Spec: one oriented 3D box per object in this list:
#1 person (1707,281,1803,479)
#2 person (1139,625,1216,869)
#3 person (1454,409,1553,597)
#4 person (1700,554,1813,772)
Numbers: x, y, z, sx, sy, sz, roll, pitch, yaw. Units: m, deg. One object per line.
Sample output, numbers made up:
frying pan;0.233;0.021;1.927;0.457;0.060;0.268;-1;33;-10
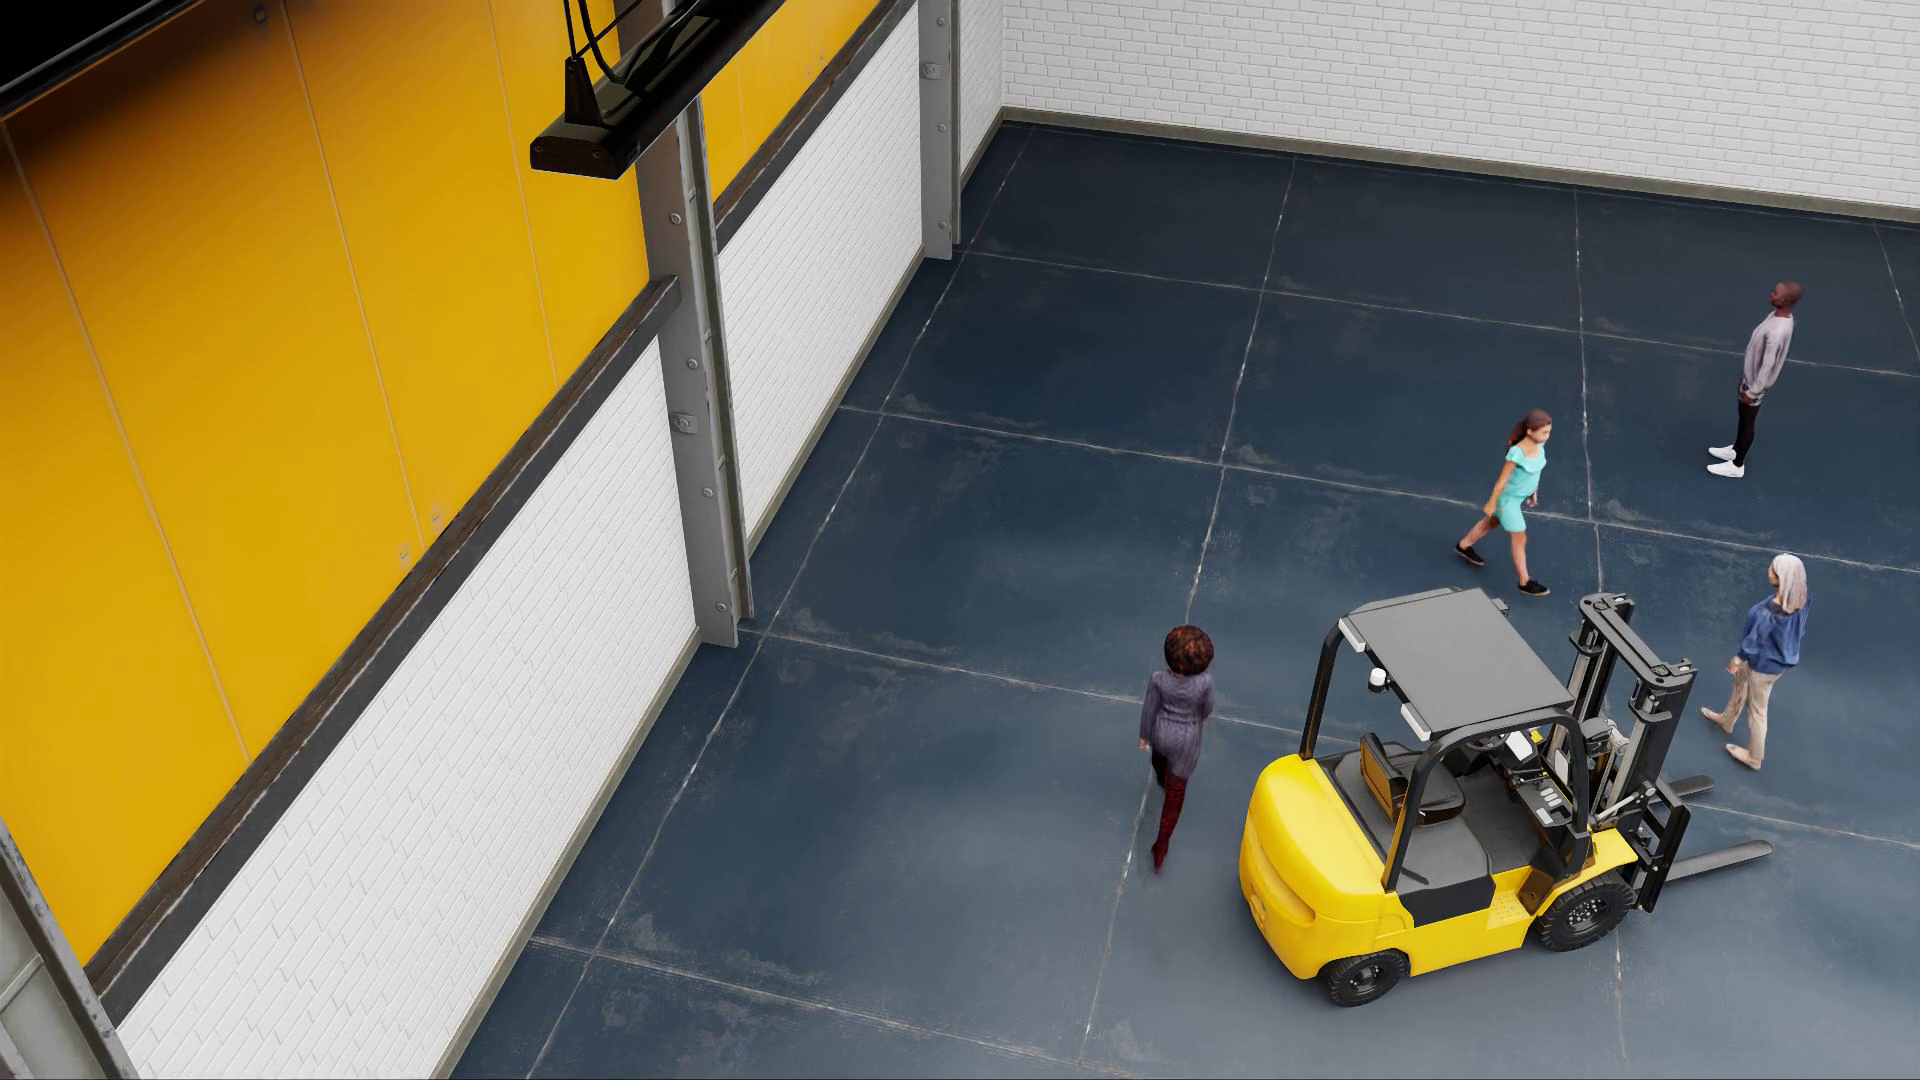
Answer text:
person;6.457;-1.302;13.432;0.707;1.771;0.505;15;41;18
person;1.326;1.302;10.255;0.582;1.667;1.096;8;39;10
person;4.064;-0.346;12.443;1.065;1.510;0.964;-30;48;-32
person;5.324;0.845;10.819;0.886;1.676;0.933;-20;43;-24
